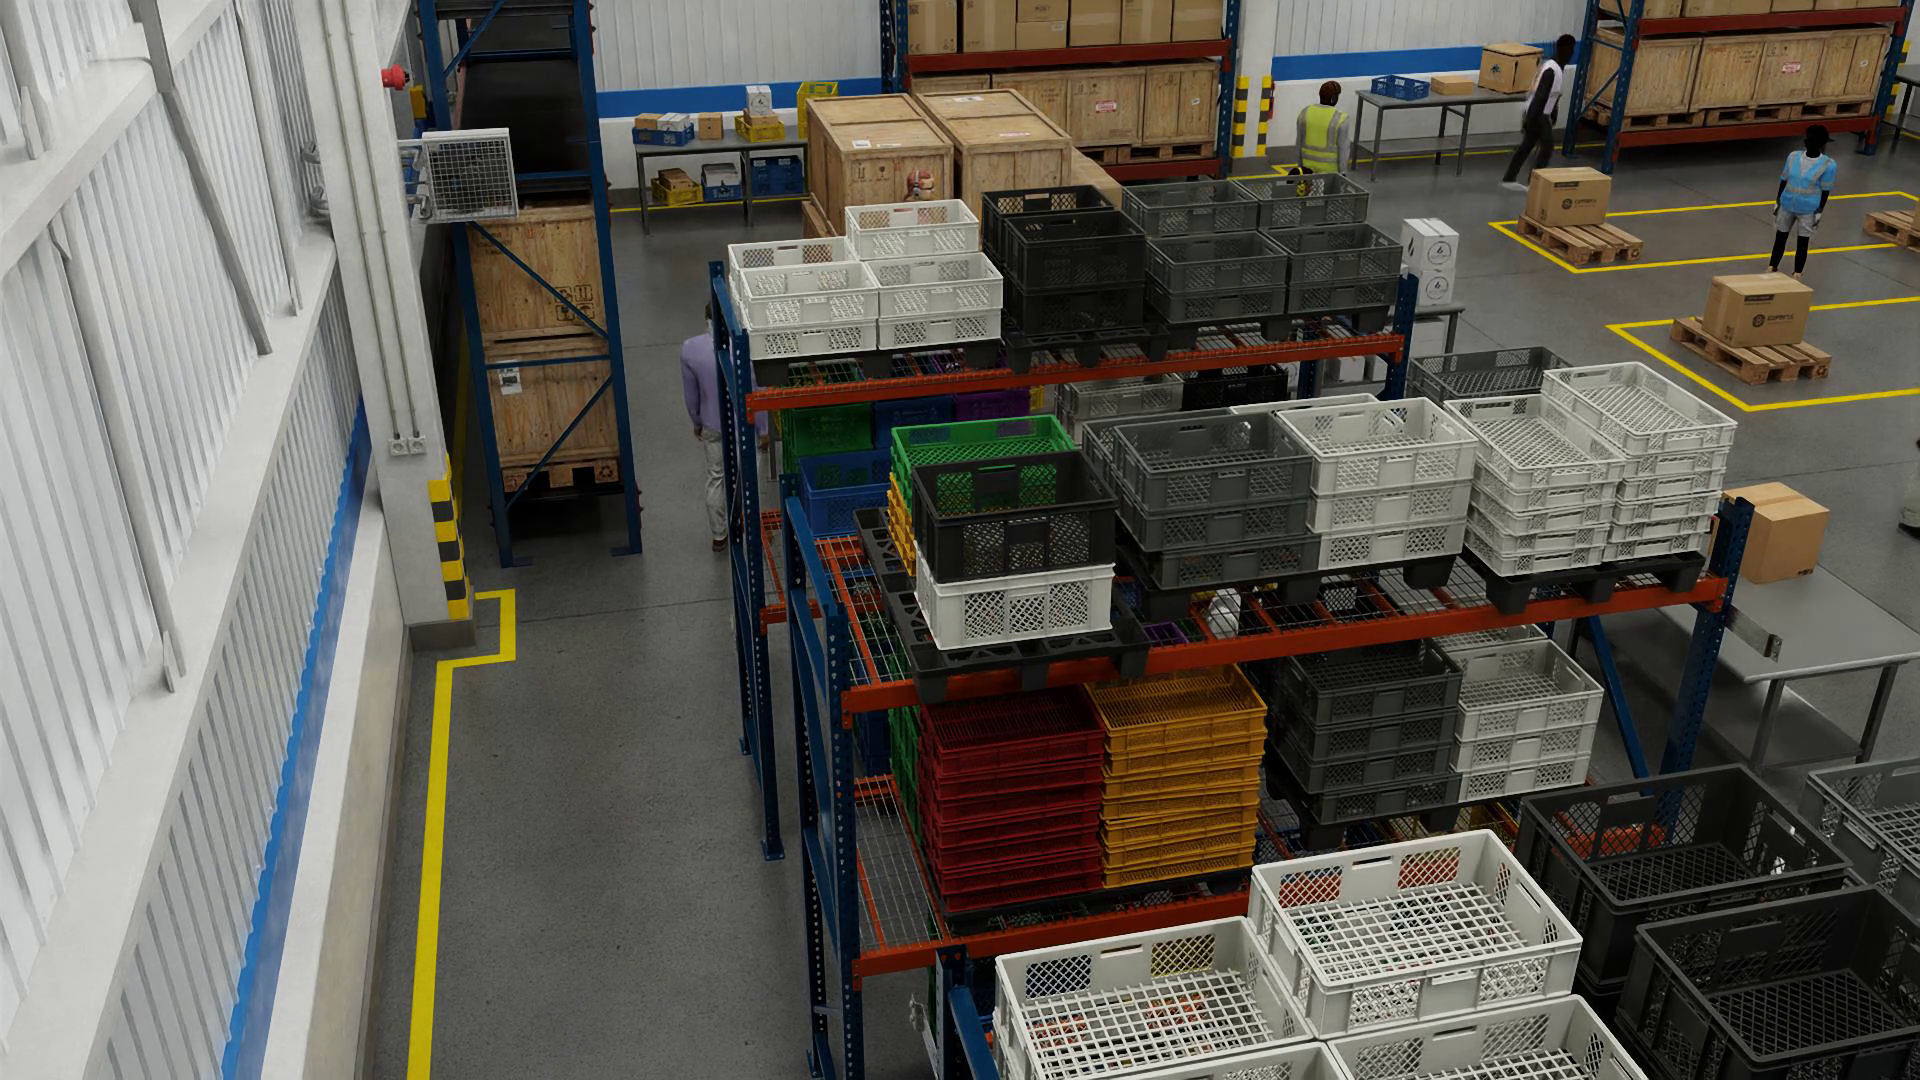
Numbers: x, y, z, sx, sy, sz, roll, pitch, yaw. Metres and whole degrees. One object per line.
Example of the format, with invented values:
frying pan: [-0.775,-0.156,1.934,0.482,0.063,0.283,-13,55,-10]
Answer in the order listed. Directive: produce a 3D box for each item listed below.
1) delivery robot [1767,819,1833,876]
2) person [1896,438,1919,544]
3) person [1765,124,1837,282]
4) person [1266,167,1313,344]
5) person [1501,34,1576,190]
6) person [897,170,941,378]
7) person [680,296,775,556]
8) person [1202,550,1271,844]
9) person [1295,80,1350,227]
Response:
delivery robot: [4.325,1.681,8.429,0.477,0.478,0.707,19,34,32]
person: [7.148,-0.865,12.004,0.595,1.836,0.404,-15,31,-26]
person: [8.527,-3.373,16.897,0.319,1.697,0.532,-21,34,-34]
person: [2.969,-2.416,14.900,0.328,1.870,0.510,-7,28,-12]
person: [7.029,-5.126,20.037,0.780,1.871,0.611,10,29,18]
person: [-0.356,-2.319,14.676,0.400,1.910,0.643,-1,28,-1]
person: [-1.633,-0.805,11.775,0.627,1.935,0.371,9,29,16]
person: [1.429,0.805,8.772,0.337,1.882,0.584,10,29,18]
person: [3.926,-4.040,18.009,0.633,1.842,0.429,22,35,36]
